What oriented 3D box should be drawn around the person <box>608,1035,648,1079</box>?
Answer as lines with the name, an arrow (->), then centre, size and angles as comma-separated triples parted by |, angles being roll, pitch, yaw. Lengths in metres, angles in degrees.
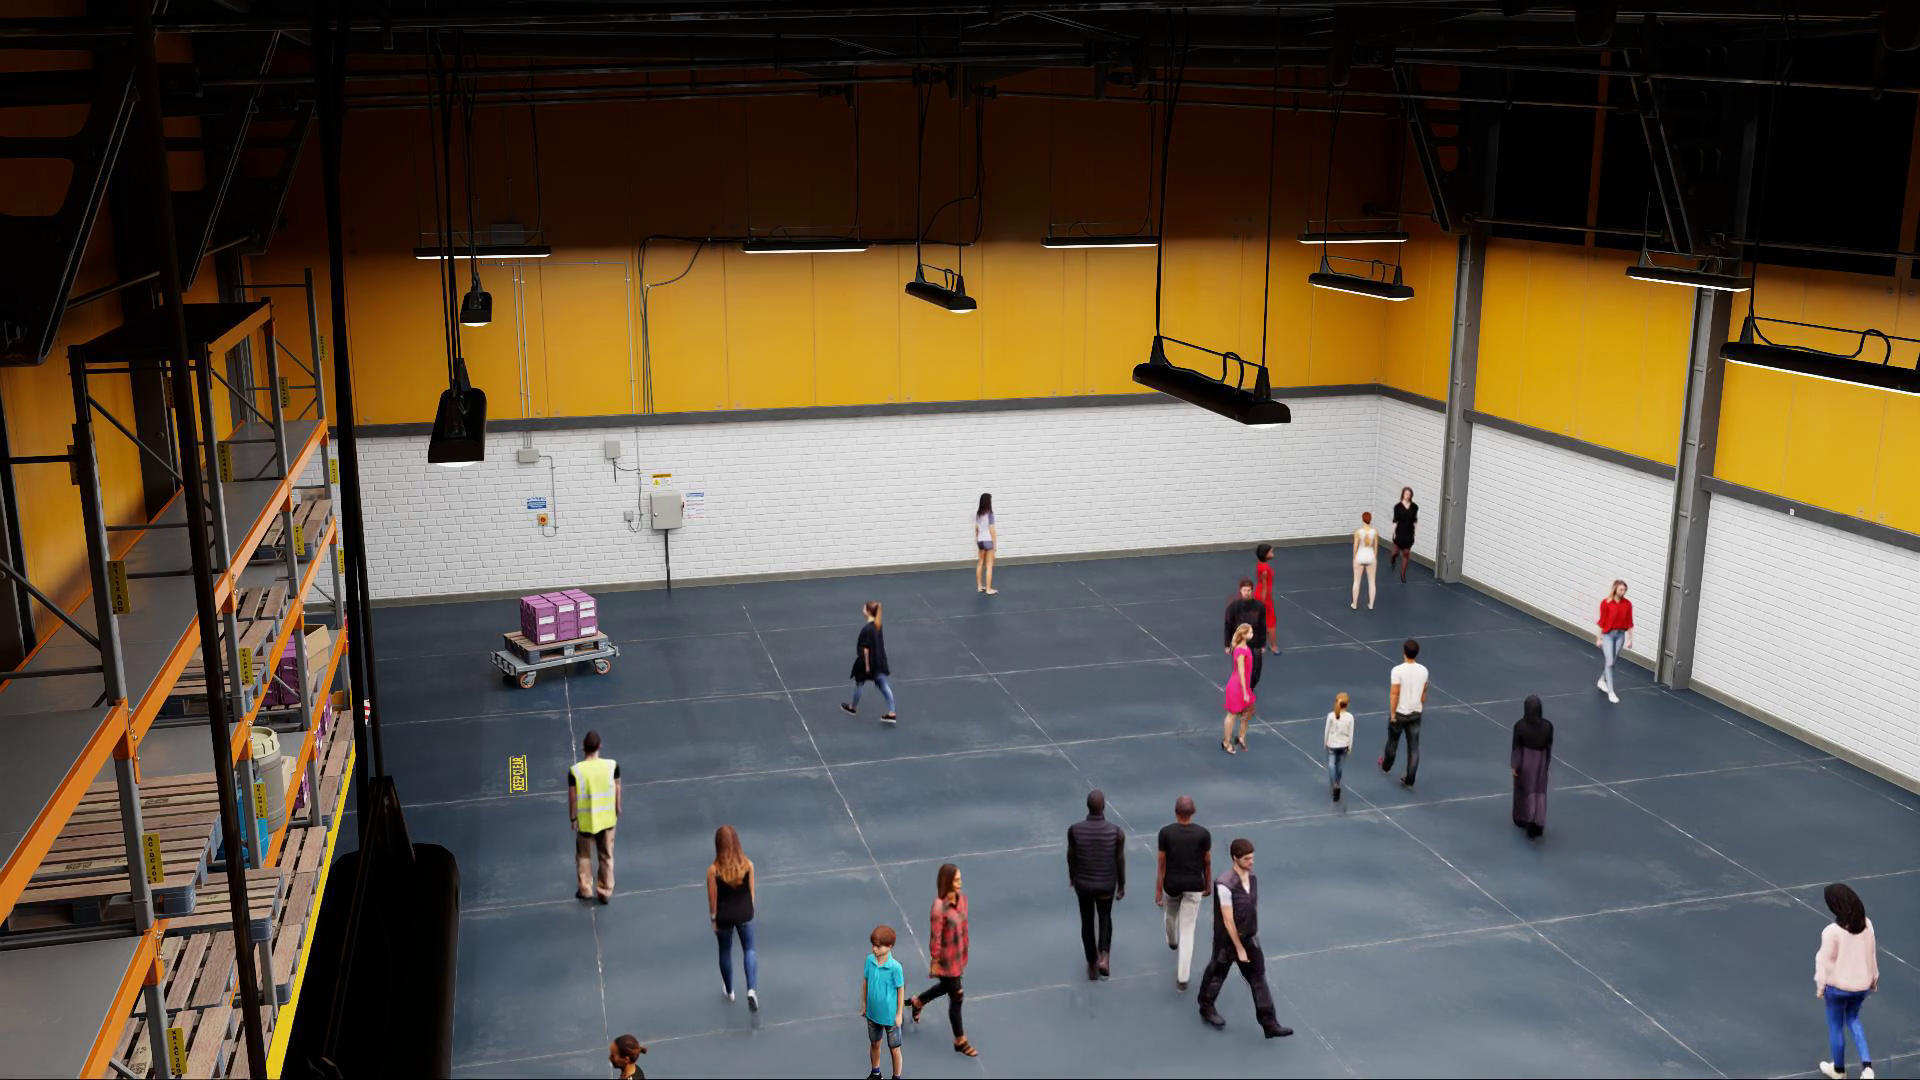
person -> -2.240, 4.175, 11.496 | 0.645, 1.669, 0.466 | -3, 14, -11

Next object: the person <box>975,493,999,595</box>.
person -> 0.444, 0.047, 28.407 | 0.713, 1.731, 0.586 | -13, 18, -42

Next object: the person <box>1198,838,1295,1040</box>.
person -> 2.286, 3.408, 14.364 | 0.952, 1.808, 1.243 | -11, 18, -39

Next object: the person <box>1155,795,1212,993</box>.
person -> 2.033, 3.251, 15.146 | 1.001, 1.745, 1.339 | 2, 14, 6

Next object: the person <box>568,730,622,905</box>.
person -> -3.646, 2.823, 16.725 | 0.729, 1.834, 0.740 | -6, 15, -22

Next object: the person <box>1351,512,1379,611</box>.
person -> 6.681, 0.336, 27.405 | 0.593, 1.641, 0.568 | 1, 14, 6

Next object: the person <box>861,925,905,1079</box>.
person -> -0.616, 3.802, 13.501 | 0.586, 1.449, 0.652 | 8, 16, 31

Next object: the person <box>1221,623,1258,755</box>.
person -> 3.424, 1.862, 20.945 | 0.785, 1.716, 0.722 | 6, 15, 24

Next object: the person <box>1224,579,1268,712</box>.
person -> 3.876, 1.412, 22.571 | 0.843, 1.826, 0.873 | 1, 14, 3

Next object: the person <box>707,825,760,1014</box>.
person -> -1.982, 3.374, 14.727 | 0.576, 1.704, 0.907 | -4, 14, -16

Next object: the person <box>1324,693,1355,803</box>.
person -> 4.420, 2.442, 19.431 | 0.644, 1.301, 0.850 | 2, 14, 6

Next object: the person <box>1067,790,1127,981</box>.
person -> 1.223, 3.198, 15.198 | 0.825, 1.824, 0.882 | 1, 14, 6

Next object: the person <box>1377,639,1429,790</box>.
person -> 5.365, 2.102, 19.833 | 0.712, 1.772, 1.035 | -2, 14, -9

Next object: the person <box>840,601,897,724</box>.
person -> -1.079, 1.654, 21.986 | 1.184, 1.631, 1.089 | 9, 16, 33

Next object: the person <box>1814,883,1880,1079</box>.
person -> 7.211, 3.667, 13.444 | 0.759, 1.737, 0.860 | 0, 14, -2

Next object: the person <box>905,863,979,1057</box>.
person -> -0.152, 3.530, 14.128 | 1.086, 1.682, 1.010 | 8, 16, 31

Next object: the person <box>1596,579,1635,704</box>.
person -> 9.063, 1.355, 23.120 | 0.745, 1.677, 1.007 | -1, 14, -3

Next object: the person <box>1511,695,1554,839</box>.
person -> 6.359, 2.521, 18.481 | 0.900, 1.596, 1.090 | 3, 14, 13

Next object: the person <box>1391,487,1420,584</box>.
person -> 7.757, -0.109, 29.138 | 0.682, 1.691, 0.826 | -1, 14, -3
